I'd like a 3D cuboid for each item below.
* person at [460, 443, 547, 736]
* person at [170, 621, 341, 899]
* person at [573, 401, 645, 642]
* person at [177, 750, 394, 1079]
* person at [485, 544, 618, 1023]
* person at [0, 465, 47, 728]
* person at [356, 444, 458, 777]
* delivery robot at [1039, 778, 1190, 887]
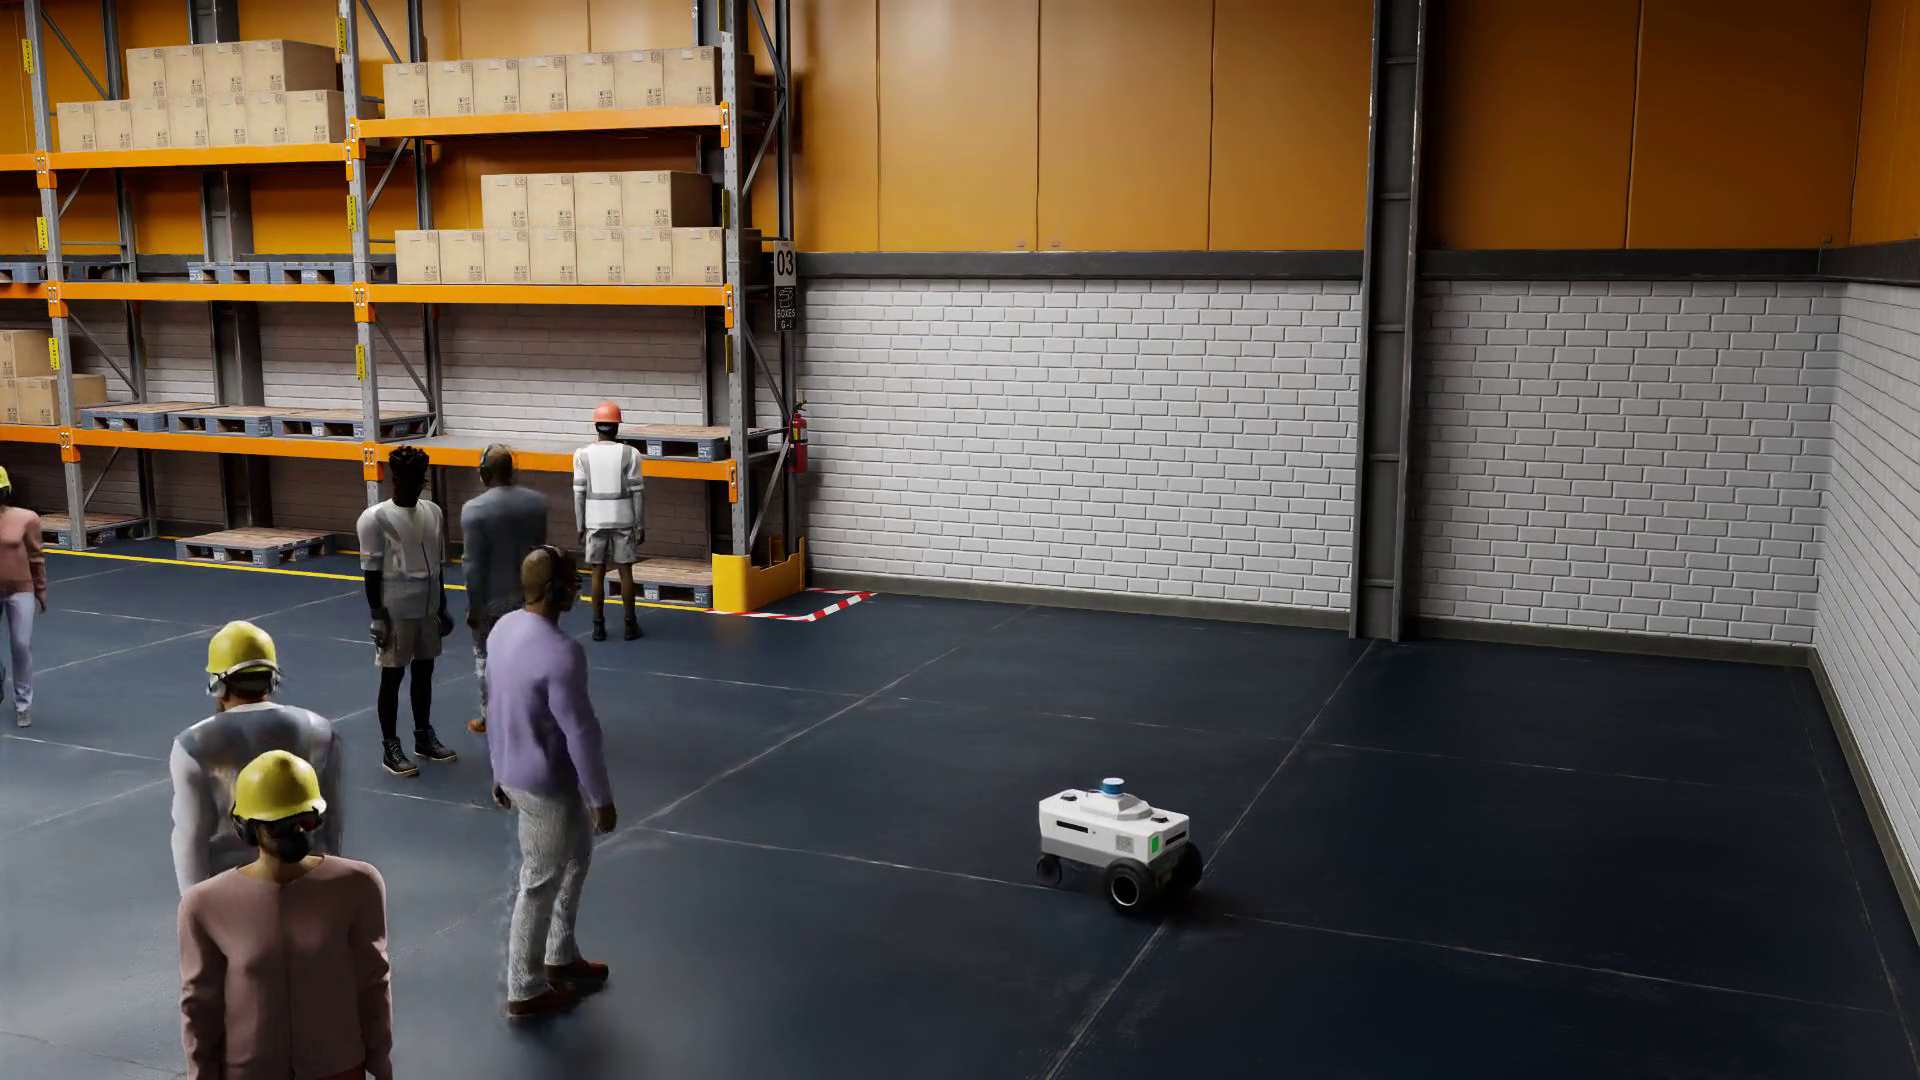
[{"bbox_3d":[-2.812,0.347,10.464,0.800,1.911,0.637,7,12,36],"label":"person"},{"bbox_3d":[-2.426,1.180,5.720,0.644,1.798,0.624,8,13,41],"label":"person"},{"bbox_3d":[-2.808,-0.149,13.366,0.551,1.932,0.378,-1,9,-5],"label":"person"},{"bbox_3d":[-1.761,1.413,4.405,0.525,1.770,0.312,-5,11,-28],"label":"person"},{"bbox_3d":[-1.593,0.963,6.685,0.665,1.914,0.663,-7,12,-37],"label":"person"},{"bbox_3d":[-6.312,0.342,10.968,0.529,1.753,0.582,-5,11,-28],"label":"person"},{"bbox_3d":[-3.279,0.407,9.919,0.375,1.959,0.603,5,11,28],"label":"person"},{"bbox_3d":[0.730,1.383,7.967,0.707,0.478,0.477,7,12,38],"label":"delivery robot"}]
